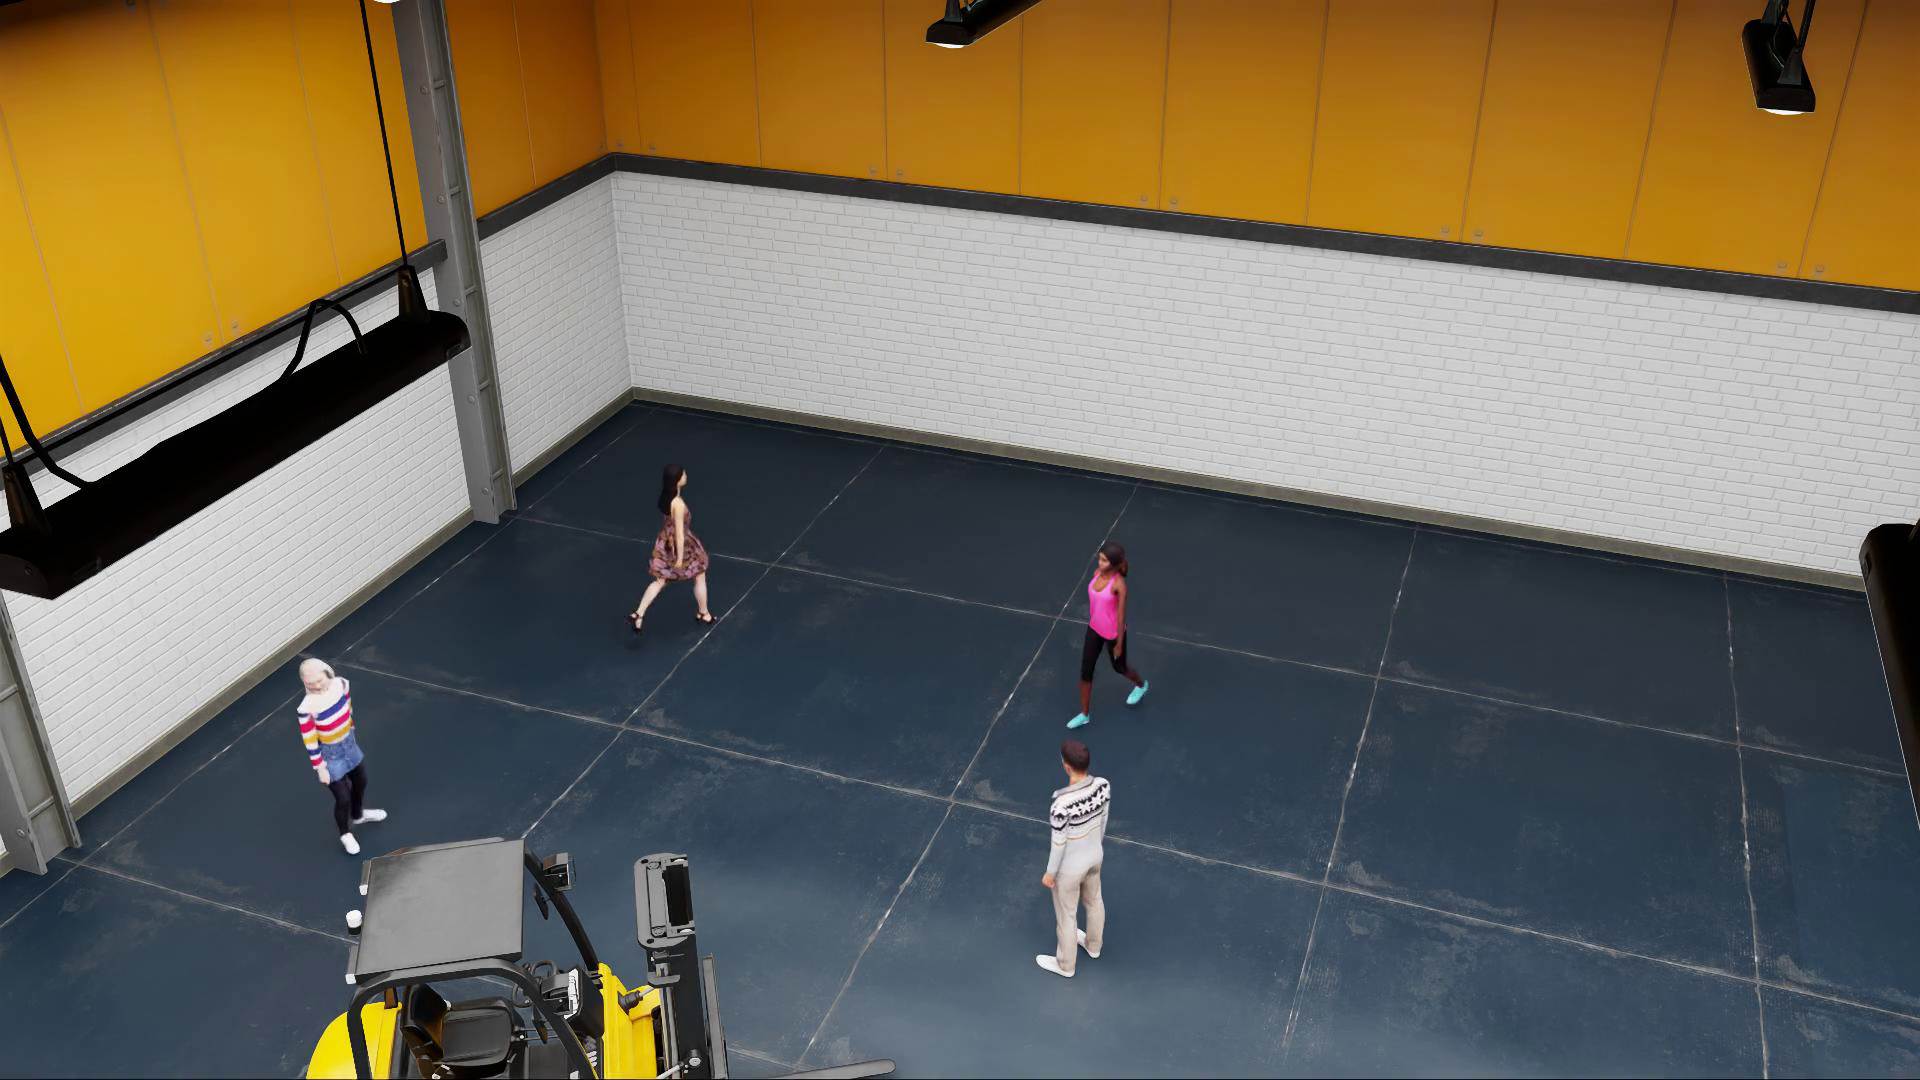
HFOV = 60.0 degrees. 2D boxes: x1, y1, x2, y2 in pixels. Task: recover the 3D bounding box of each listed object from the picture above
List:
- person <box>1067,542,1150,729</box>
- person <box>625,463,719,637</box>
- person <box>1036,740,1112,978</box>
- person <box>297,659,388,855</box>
[{"bbox_3d":[1.313,0.772,14.010,1.171,1.691,0.947,-21,35,-34],"label":"person"},{"bbox_3d":[-2.659,0.133,15.130,1.220,1.740,1.030,-20,35,-32],"label":"person"},{"bbox_3d":[0.799,2.156,11.297,0.684,1.860,0.826,-24,37,-37],"label":"person"},{"bbox_3d":[-4.686,1.570,12.462,0.863,1.773,0.552,5,29,9],"label":"person"}]
